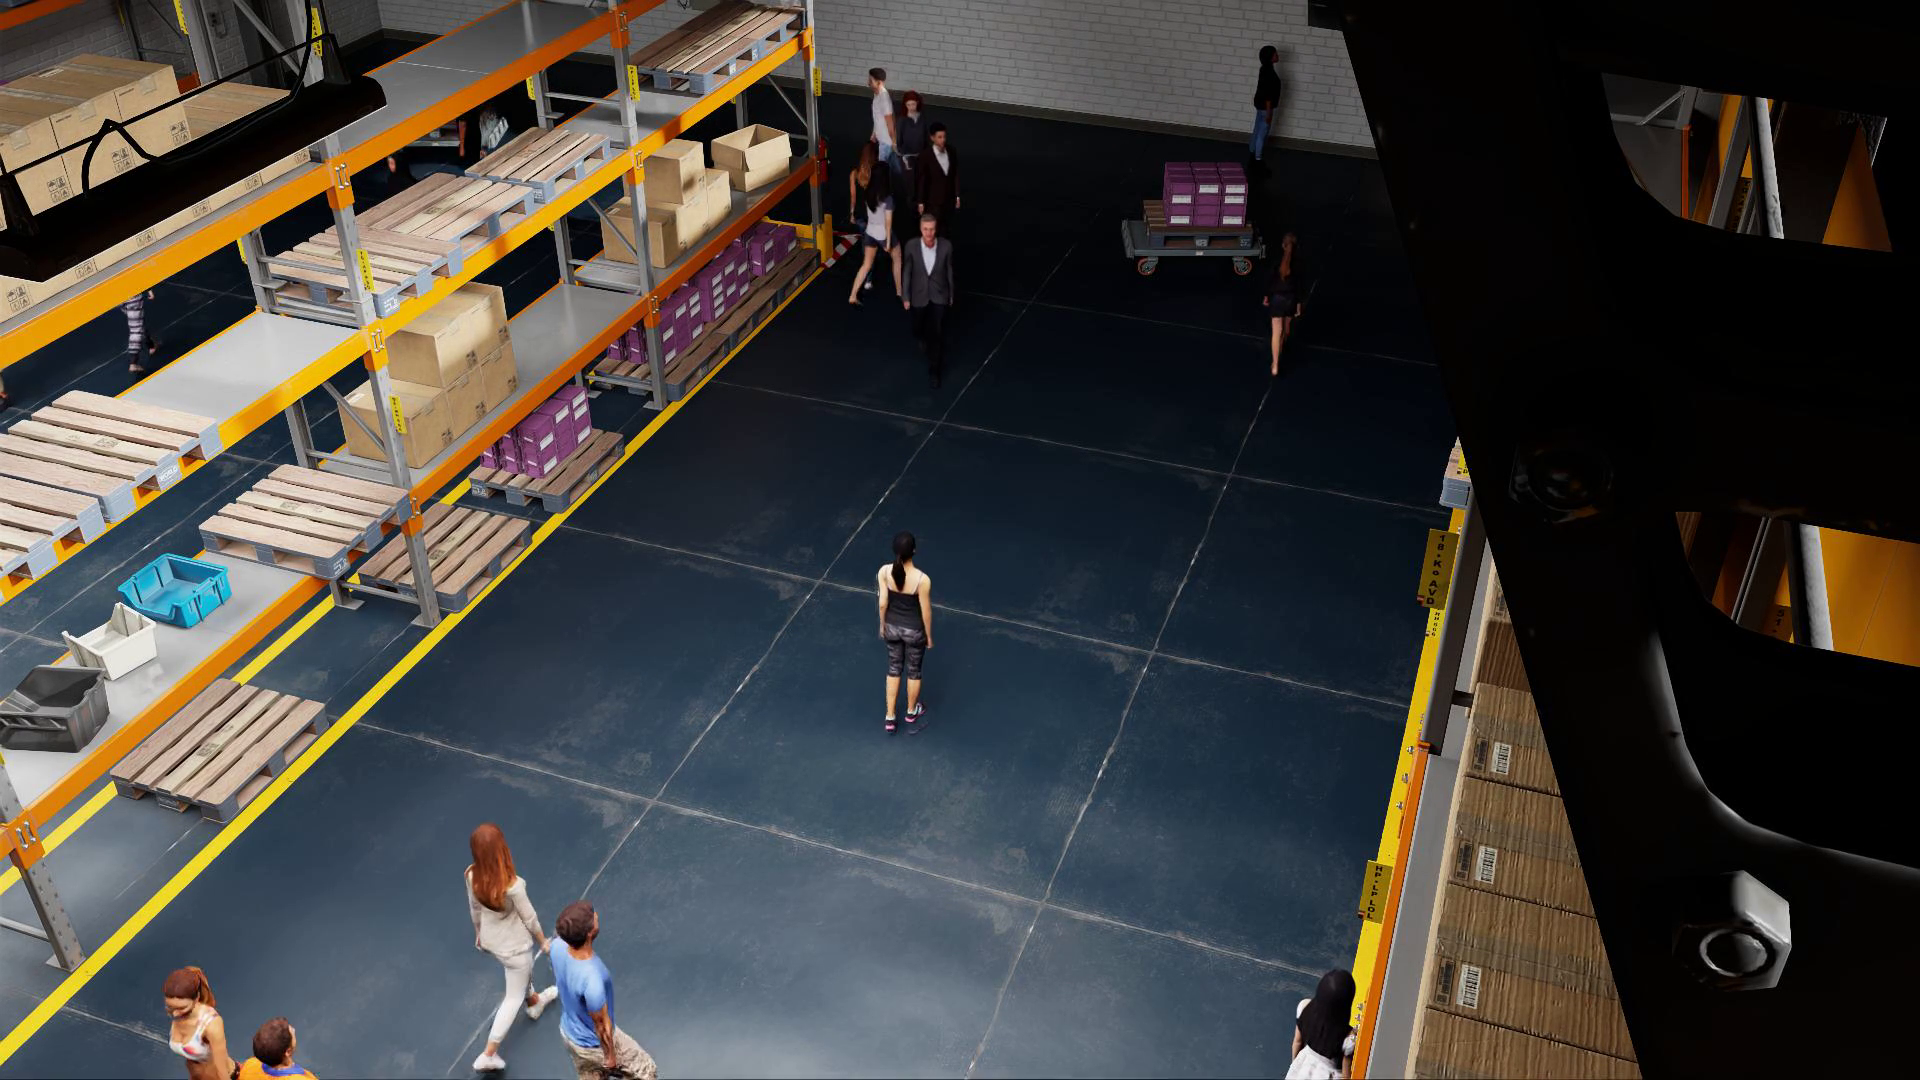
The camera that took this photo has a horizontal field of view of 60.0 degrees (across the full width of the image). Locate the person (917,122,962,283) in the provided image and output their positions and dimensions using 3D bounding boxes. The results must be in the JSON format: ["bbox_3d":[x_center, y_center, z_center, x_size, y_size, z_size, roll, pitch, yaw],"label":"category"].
[{"bbox_3d":[-0.270,-4.009,19.488,1.209,1.843,1.183,-21,39,-28],"label":"person"}]

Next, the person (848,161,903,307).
[{"bbox_3d":[-0.973,-3.400,18.734,0.880,1.665,1.205,25,41,32],"label":"person"}]

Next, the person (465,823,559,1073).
[{"bbox_3d":[-2.749,2.451,9.913,0.727,1.685,1.088,19,38,26],"label":"person"}]

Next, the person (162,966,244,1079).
[{"bbox_3d":[-3.973,2.944,9.105,0.646,1.759,1.155,15,37,22],"label":"person"}]

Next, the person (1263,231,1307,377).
[{"bbox_3d":[3.395,-2.465,17.462,0.681,1.516,1.099,6,34,9],"label":"person"}]

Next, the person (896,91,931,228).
[{"bbox_3d":[-0.631,-4.723,20.643,0.768,1.755,0.826,-18,38,-25],"label":"person"}]

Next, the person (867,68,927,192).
[{"bbox_3d":[-0.844,-5.094,21.148,1.037,1.813,1.138,-1,34,-1],"label":"person"}]

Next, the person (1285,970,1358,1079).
[{"bbox_3d":[1.946,2.995,9.018,0.800,1.769,0.776,-25,41,-32],"label":"person"}]

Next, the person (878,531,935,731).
[{"bbox_3d":[-0.435,0.712,12.495,0.568,1.723,0.750,11,35,16],"label":"person"}]

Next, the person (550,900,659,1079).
[{"bbox_3d":[-2.115,2.777,9.271,0.811,1.852,0.777,-27,42,-34],"label":"person"}]

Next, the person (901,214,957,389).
[{"bbox_3d":[-0.328,-2.558,17.336,1.008,1.810,1.220,-2,34,-4],"label":"person"}]

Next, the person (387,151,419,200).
[{"bbox_3d":[-6.359,-3.764,19.332,0.711,1.609,0.810,23,40,31],"label":"person"}]

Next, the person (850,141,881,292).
[{"bbox_3d":[-1.061,-3.695,19.158,0.651,1.686,1.116,7,34,10],"label":"person"}]

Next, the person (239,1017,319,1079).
[{"bbox_3d":[-3.457,3.232,8.610,0.680,1.826,1.211,11,35,16],"label":"person"}]

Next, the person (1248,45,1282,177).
[{"bbox_3d":[4.066,-5.765,22.258,0.710,1.701,0.600,-2,34,-3],"label":"person"}]
